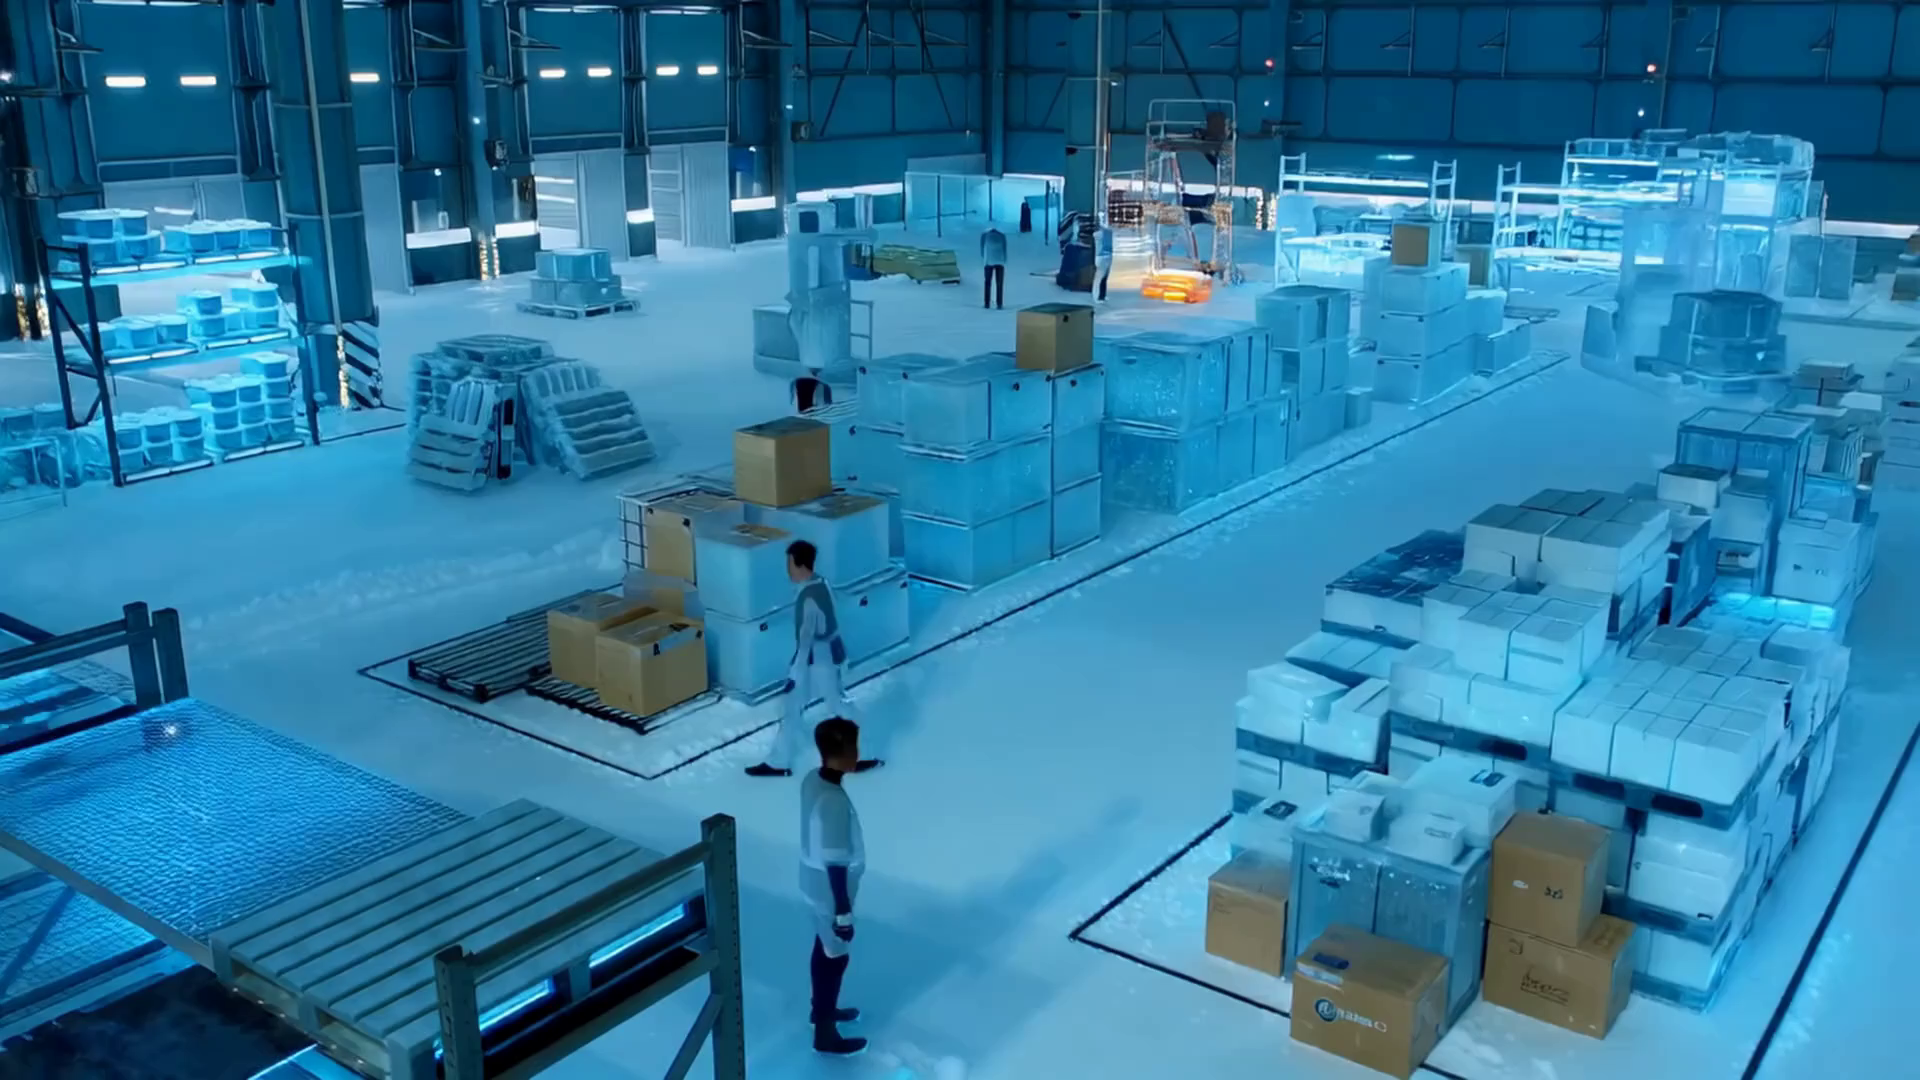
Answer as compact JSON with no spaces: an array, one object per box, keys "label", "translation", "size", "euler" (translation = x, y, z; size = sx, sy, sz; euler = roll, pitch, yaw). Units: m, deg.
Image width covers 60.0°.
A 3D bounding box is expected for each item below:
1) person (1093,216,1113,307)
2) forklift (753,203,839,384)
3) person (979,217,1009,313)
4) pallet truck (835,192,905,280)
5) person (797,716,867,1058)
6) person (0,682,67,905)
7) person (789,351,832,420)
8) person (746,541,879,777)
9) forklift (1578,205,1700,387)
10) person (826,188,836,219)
[{"label":"person","translation":[3.006,-5.829,34.797],"size":[0.353,1.876,0.573],"euler":[11,20,32]},{"label":"forklift","translation":[-2.446,-4.120,27.416],"size":[1.873,2.768,1.129],"euler":[12,21,35]},{"label":"person","translation":[0.703,-5.624,34.003],"size":[0.629,1.940,0.373],"euler":[6,18,19]},{"label":"pallet truck","translation":[-1.936,-7.159,38.982],"size":[1.885,1.965,0.823],"euler":[-12,21,-34]},{"label":"person","translation":[-0.692,1.890,9.090],"size":[0.376,1.957,0.617],"euler":[-5,18,-16]},{"label":"person","translation":[-6.139,1.406,10.764],"size":[0.720,1.916,0.401],"euler":[9,19,27]},{"label":"person","translation":[-1.682,-1.313,19.798],"size":[0.575,1.887,0.962],"euler":[11,20,32]},{"label":"person","translation":[-1.089,0.912,12.519],"size":[1.033,1.862,0.586],"euler":[-4,17,-13]},{"label":"forklift","translation":[11.234,-4.067,27.240],"size":[1.129,2.768,1.873],"euler":[-4,17,-12]},{"label":"person","translation":[-3.458,-8.563,44.297],"size":[0.362,1.614,0.579],"euler":[0,17,-1]}]
